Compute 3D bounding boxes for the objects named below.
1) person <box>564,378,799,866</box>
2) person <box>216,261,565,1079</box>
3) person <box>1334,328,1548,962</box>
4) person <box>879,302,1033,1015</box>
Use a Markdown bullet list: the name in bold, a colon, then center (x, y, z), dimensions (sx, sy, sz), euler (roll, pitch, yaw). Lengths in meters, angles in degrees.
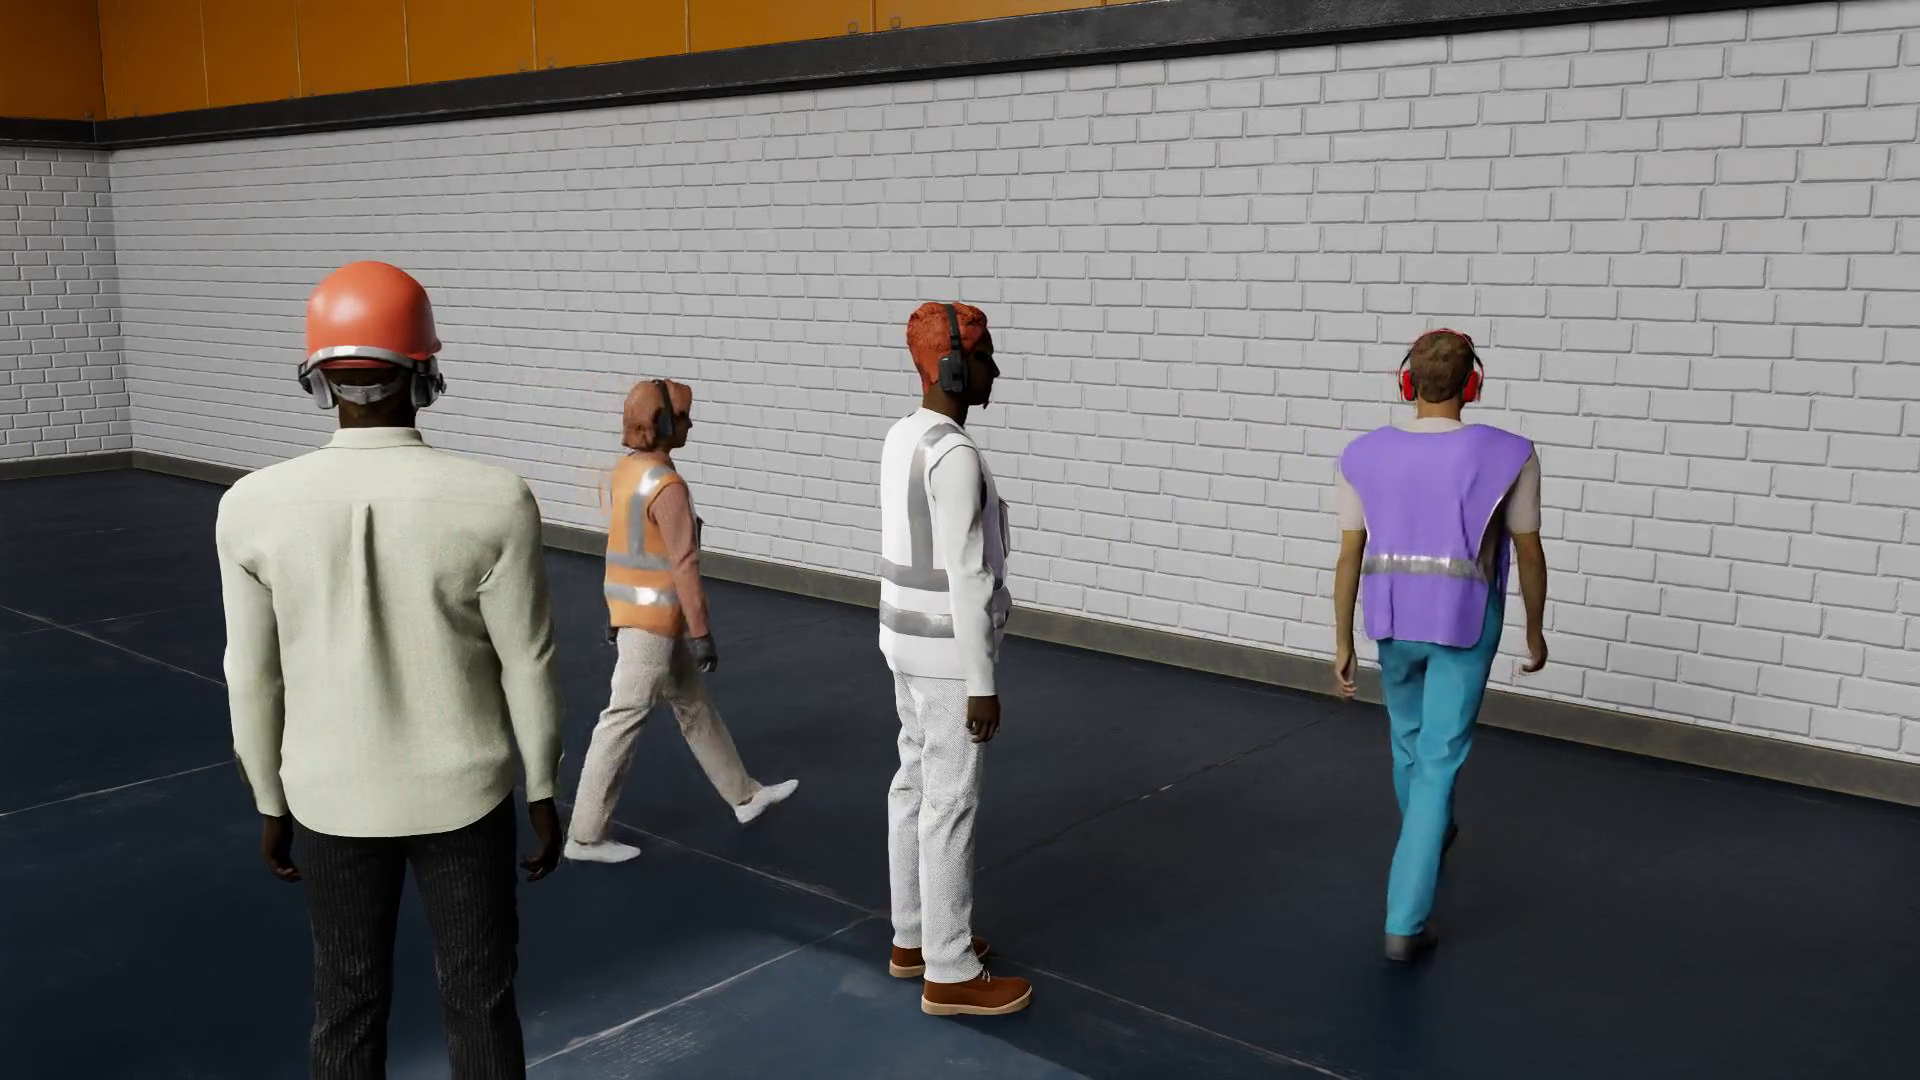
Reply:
- **person**: center (-0.942, 0.266, 5.506), dimensions (0.873, 1.589, 0.540), euler (-5, 11, -25)
- **person**: center (-1.061, 0.477, 3.187), dimensions (0.612, 1.997, 0.376), euler (-1, 10, -5)
- **person**: center (1.426, 0.270, 4.964), dimensions (0.577, 1.783, 1.014), euler (6, 12, 32)
- **person**: center (-0.030, 0.316, 4.429), dimensions (0.355, 1.885, 0.574), euler (-4, 11, -20)
